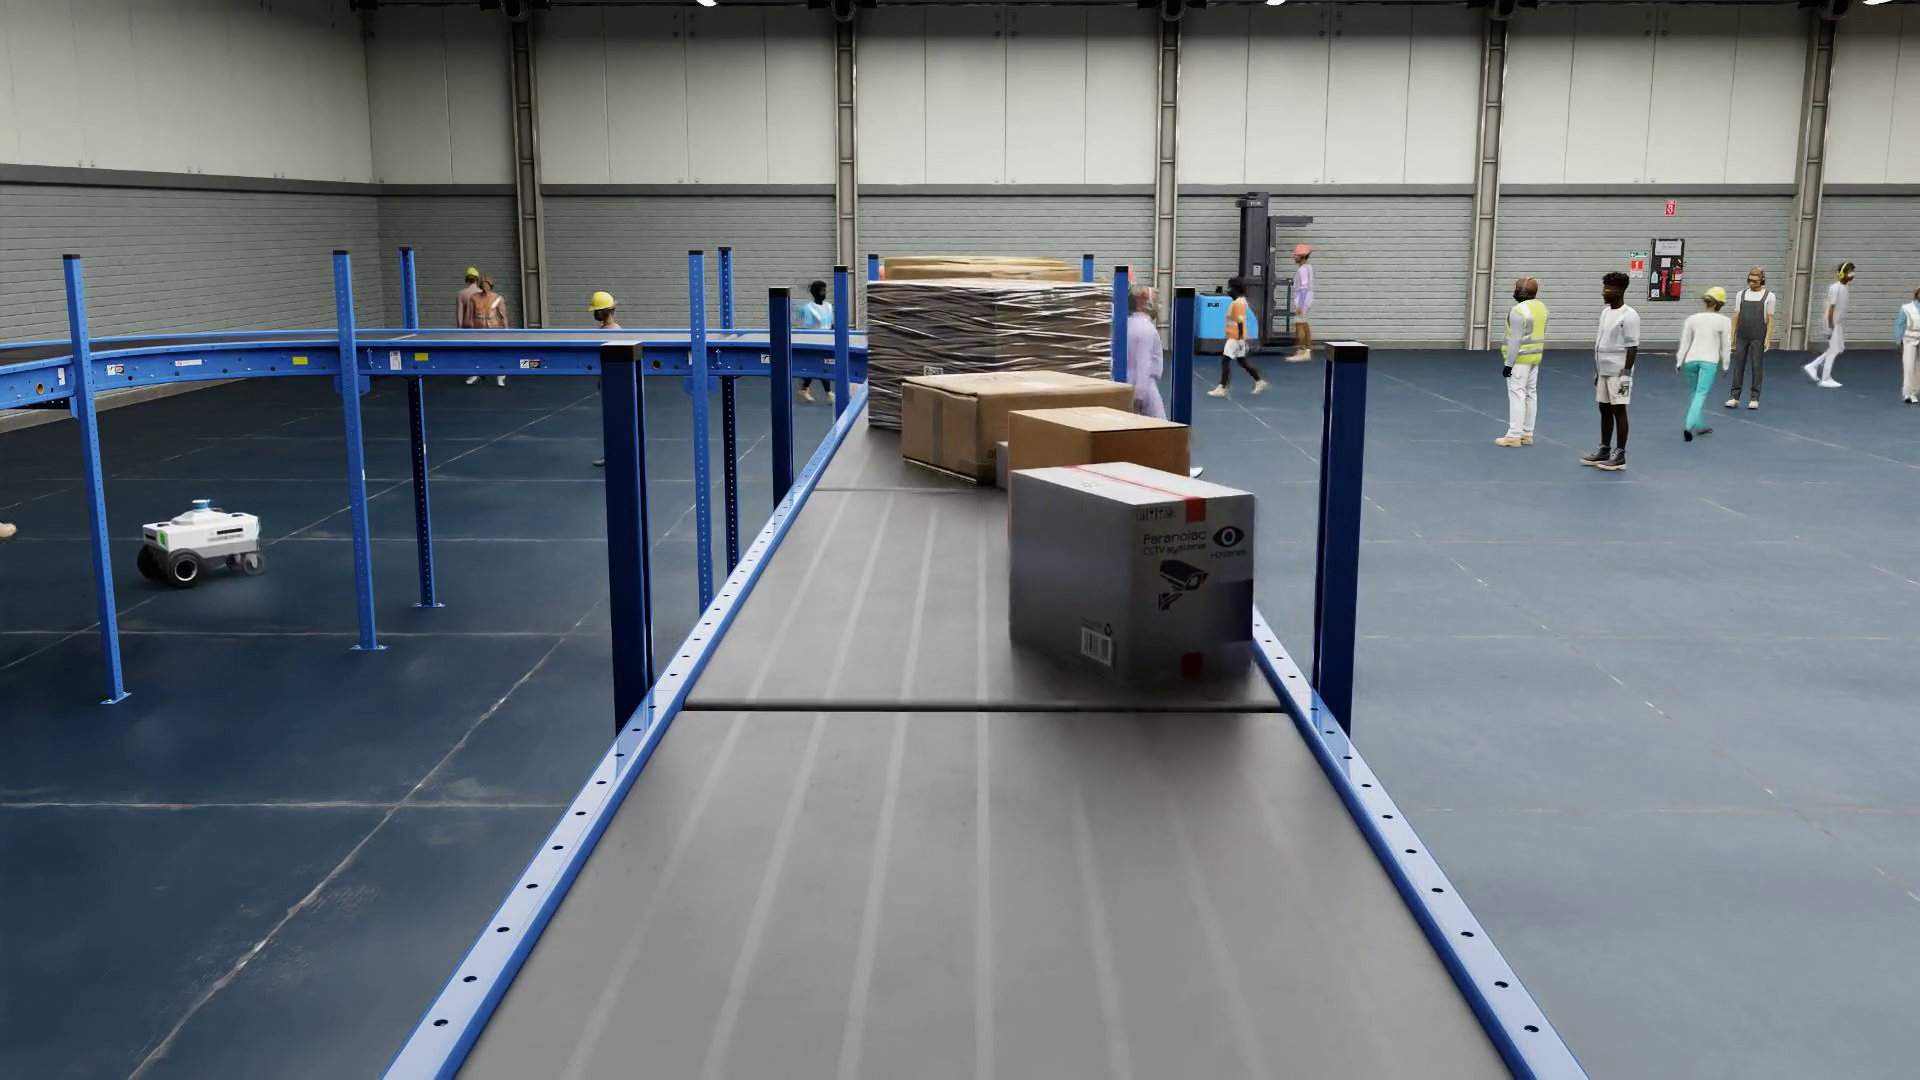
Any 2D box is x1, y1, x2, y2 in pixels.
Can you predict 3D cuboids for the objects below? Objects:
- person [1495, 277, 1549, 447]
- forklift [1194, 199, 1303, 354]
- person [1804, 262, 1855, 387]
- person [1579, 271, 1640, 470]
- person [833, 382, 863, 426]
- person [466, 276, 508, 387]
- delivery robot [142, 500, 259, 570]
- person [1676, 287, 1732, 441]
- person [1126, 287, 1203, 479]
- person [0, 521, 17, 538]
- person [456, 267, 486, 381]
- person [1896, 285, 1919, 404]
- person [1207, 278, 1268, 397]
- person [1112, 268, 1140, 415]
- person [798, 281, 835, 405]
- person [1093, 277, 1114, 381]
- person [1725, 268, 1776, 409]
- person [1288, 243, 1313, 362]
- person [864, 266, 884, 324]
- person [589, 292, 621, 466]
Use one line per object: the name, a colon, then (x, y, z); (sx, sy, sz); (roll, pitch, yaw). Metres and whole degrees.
person: (6.179, -1.962, 18.314); (0.629, 1.846, 0.429); (-10, 15, -41)
forklift: (5.313, -4.851, 30.603); (1.873, 2.768, 1.129); (0, 11, 1)
person: (12.940, -3.207, 24.706); (0.533, 1.841, 0.562); (10, 15, 43)
person: (6.530, -1.695, 16.629); (0.369, 1.965, 0.609); (-1, 11, -7)
person: (-0.765, -0.708, 12.488); (0.733, 1.610, 0.508); (-5, 12, -22)
person: (-7.069, -3.105, 24.754); (0.704, 1.623, 0.466); (-1, 11, -4)
delivery robot: (-5.289, -0.037, 11.613); (0.477, 0.478, 0.707); (10, 15, 42)
person: (8.413, -2.010, 18.894); (0.901, 1.714, 0.565); (-9, 14, -39)
person: (1.763, -1.413, 15.484); (1.004, 1.853, 0.652); (-3, 12, -17)
person: (-7.754, -0.962, 12.778); (0.708, 2.000, 0.814); (4, 12, 20)
person: (-7.384, -3.274, 25.320); (0.530, 1.745, 0.619); (-3, 12, -17)
person: (12.864, -2.616, 22.303); (0.530, 1.593, 0.841); (4, 12, 21)
person: (3.936, -2.842, 23.319); (0.826, 1.666, 0.540); (1, 11, 3)
person: (1.882, -2.173, 19.164); (0.632, 1.948, 1.041); (8, 14, 37)
person: (-1.913, -2.658, 22.375); (0.865, 1.654, 0.534); (7, 13, 33)
person: (1.545, -1.770, 17.223); (0.730, 1.905, 0.650); (-9, 14, -37)
person: (10.400, -2.651, 21.870); (0.504, 1.840, 0.345); (10, 15, 40)
person: (5.938, -4.136, 28.975); (0.388, 2.043, 0.612); (4, 12, 20)
person: (-0.874, -2.239, 19.496); (0.369, 1.935, 0.552); (7, 13, 31)
person: (-3.520, -1.593, 16.641); (0.327, 1.760, 0.523); (-7, 13, -31)
